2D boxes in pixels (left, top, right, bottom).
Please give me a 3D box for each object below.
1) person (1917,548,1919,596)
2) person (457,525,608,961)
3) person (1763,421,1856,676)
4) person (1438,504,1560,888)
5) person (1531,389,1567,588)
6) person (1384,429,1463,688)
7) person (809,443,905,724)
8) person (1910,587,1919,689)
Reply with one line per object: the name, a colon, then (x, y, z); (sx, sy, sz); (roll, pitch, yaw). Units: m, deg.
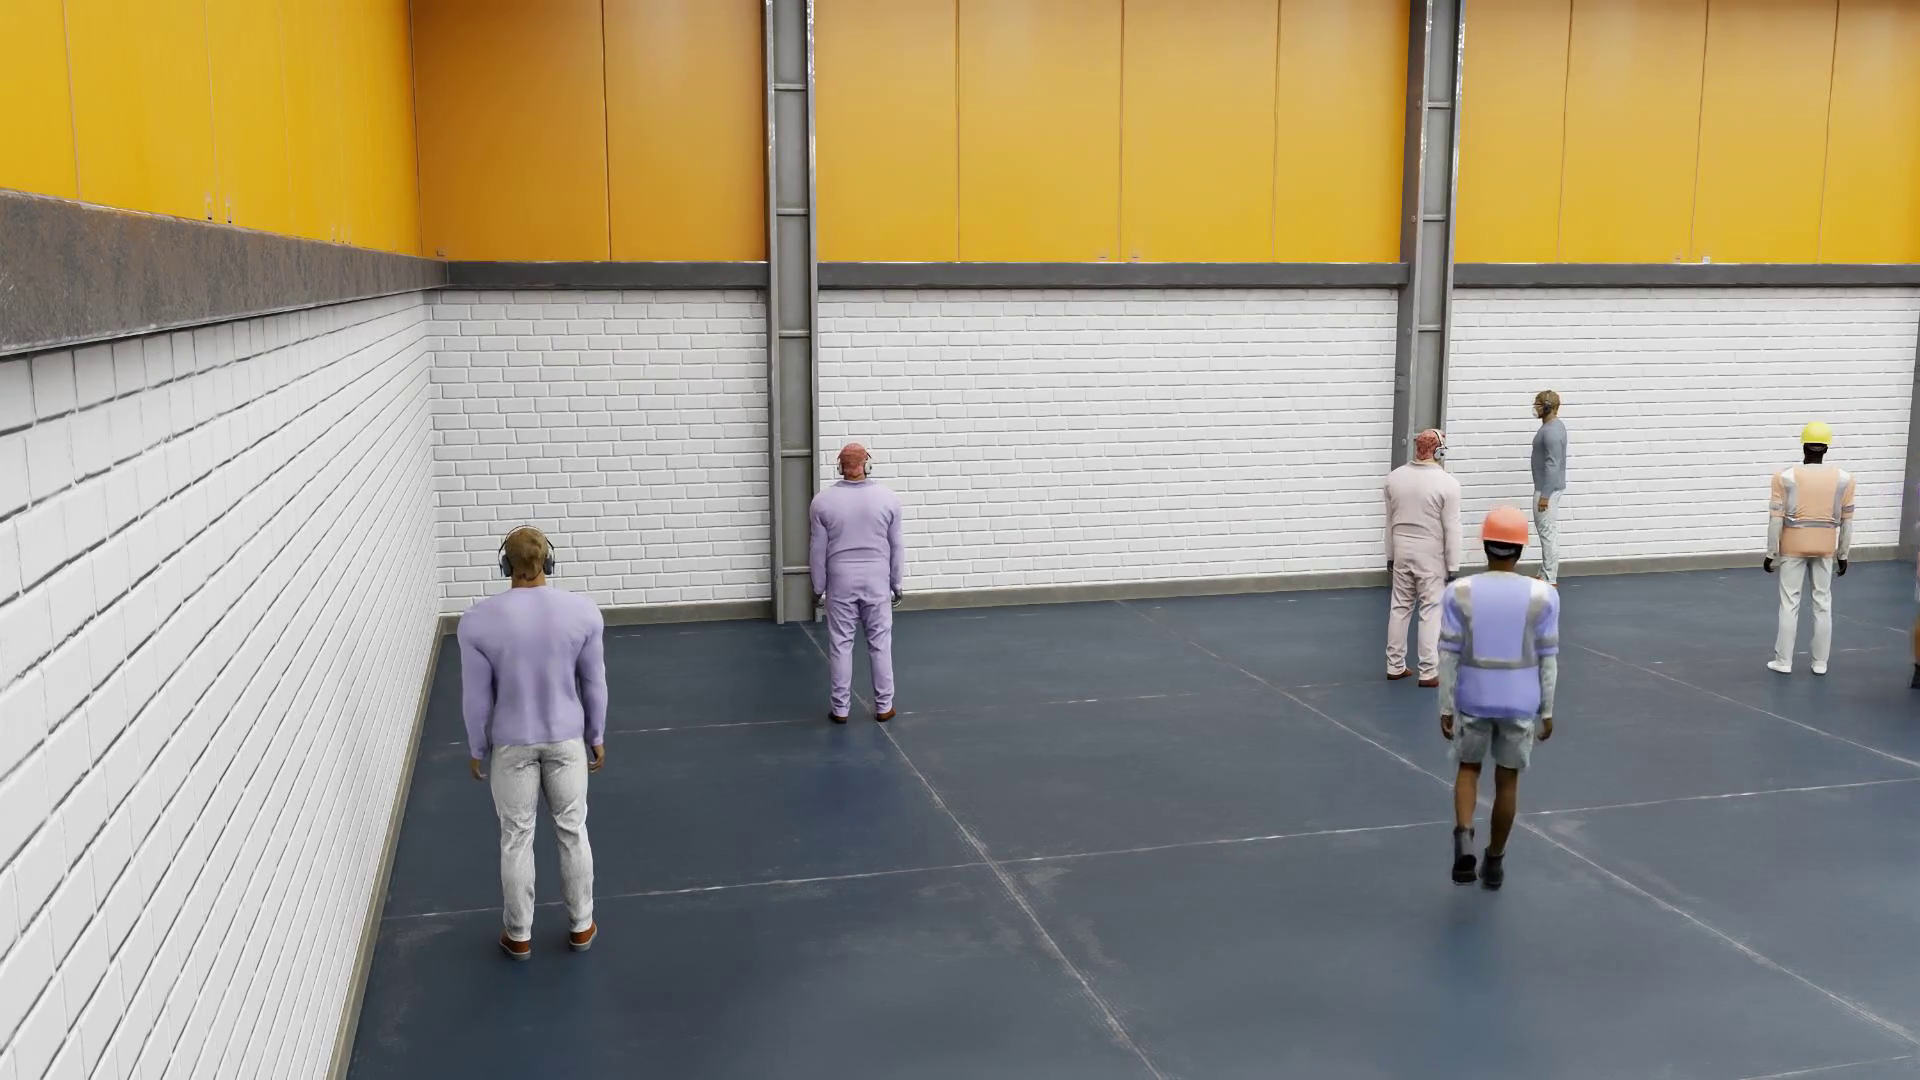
person: (6.942, 0.264, 11.458); (0.668, 1.885, 0.584); (2, 9, 13)
person: (-1.874, 0.896, 7.363); (0.629, 1.936, 0.373); (-3, 10, -19)
person: (6.391, 0.067, 12.557); (0.595, 1.925, 0.372); (2, 9, 11)
person: (2.604, 0.787, 8.082); (0.551, 1.922, 0.515); (4, 10, 21)
person: (5.574, -0.461, 15.817); (0.354, 1.937, 0.635); (3, 10, 19)
person: (3.423, 0.131, 12.253); (0.400, 1.903, 0.647); (-7, 12, -38)
person: (-0.692, 0.294, 11.224); (0.639, 1.902, 0.407); (-1, 9, -6)
person: (7.260, 0.141, 12.121); (0.671, 1.912, 0.566); (-3, 10, -20)
